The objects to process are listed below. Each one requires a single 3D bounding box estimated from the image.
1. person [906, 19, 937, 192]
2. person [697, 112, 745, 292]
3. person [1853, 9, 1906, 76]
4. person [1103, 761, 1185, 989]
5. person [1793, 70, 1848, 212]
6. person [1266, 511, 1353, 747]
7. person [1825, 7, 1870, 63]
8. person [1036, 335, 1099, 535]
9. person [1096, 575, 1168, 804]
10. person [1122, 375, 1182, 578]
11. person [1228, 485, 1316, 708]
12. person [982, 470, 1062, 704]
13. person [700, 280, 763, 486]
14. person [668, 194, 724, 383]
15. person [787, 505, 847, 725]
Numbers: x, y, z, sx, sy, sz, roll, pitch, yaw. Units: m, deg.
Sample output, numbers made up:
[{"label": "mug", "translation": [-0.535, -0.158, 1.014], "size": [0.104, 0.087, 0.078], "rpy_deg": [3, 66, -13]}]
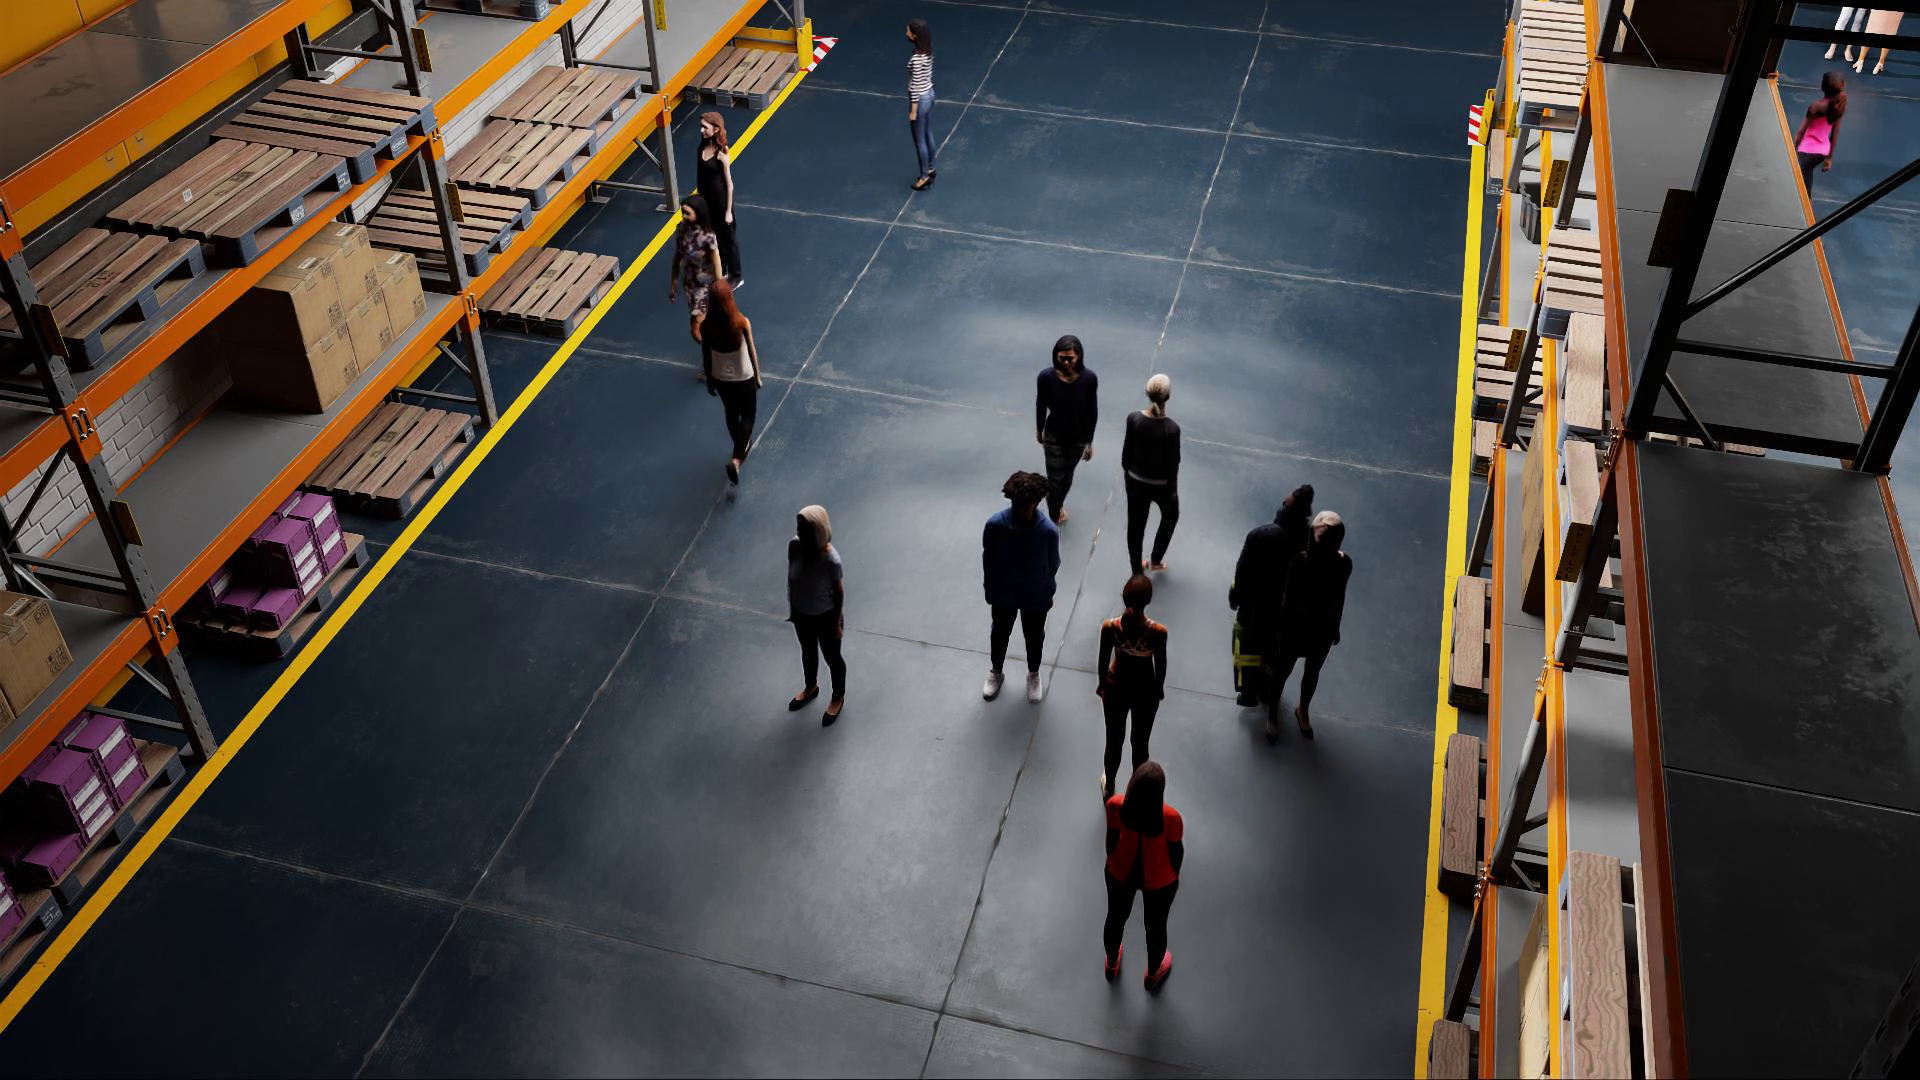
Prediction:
[{"label": "person", "translation": [-0.391, -4.439, 16.983], "size": [0.630, 1.793, 0.439], "rpy_deg": [8, 39, 10]}, {"label": "person", "translation": [-2.232, -3.145, 15.399], "size": [0.658, 1.748, 0.648], "rpy_deg": [26, 45, 29]}, {"label": "person", "translation": [10.841, -6.324, 19.311], "size": [0.613, 1.832, 0.557], "rpy_deg": [16, 41, 19]}, {"label": "person", "translation": [0.997, 1.847, 9.191], "size": [0.608, 1.693, 0.554], "rpy_deg": [13, 41, 16]}, {"label": "person", "translation": [8.275, -3.649, 16.086], "size": [0.968, 1.677, 1.206], "rpy_deg": [-9, 40, -11]}, {"label": "person", "translation": [2.241, 0.565, 10.688], "size": [0.634, 1.829, 0.614], "rpy_deg": [-4, 39, -5]}, {"label": "person", "translation": [10.692, -6.539, 19.691], "size": [0.548, 1.694, 0.544], "rpy_deg": [11, 40, 14]}, {"label": "person", "translation": [0.801, -0.867, 12.574], "size": [0.722, 1.713, 0.825], "rpy_deg": [-2, 39, -2]}, {"label": "person", "translation": [1.051, 0.940, 10.249], "size": [0.593, 1.792, 0.574], "rpy_deg": [6, 39, 8]}, {"label": "person", "translation": [1.343, -0.393, 11.979], "size": [0.688, 1.715, 0.661], "rpy_deg": [18, 42, 21]}, {"label": "person", "translation": [2.056, 0.428, 10.846], "size": [0.870, 1.846, 0.891], "rpy_deg": [-1, 39, -2]}, {"label": "person", "translation": [0.397, 0.300, 11.034], "size": [0.696, 1.811, 0.605], "rpy_deg": [5, 39, 6]}, {"label": "person", "translation": [-1.782, -1.218, 13.019], "size": [0.634, 1.706, 0.998], "rpy_deg": [5, 39, 7]}, {"label": "person", "translation": [-2.152, -2.166, 14.190], "size": [0.703, 1.726, 0.735], "rpy_deg": [29, 47, 31]}, {"label": "person", "translation": [-0.930, 0.462, 10.903], "size": [0.637, 1.722, 0.620], "rpy_deg": [23, 44, 26]}]
